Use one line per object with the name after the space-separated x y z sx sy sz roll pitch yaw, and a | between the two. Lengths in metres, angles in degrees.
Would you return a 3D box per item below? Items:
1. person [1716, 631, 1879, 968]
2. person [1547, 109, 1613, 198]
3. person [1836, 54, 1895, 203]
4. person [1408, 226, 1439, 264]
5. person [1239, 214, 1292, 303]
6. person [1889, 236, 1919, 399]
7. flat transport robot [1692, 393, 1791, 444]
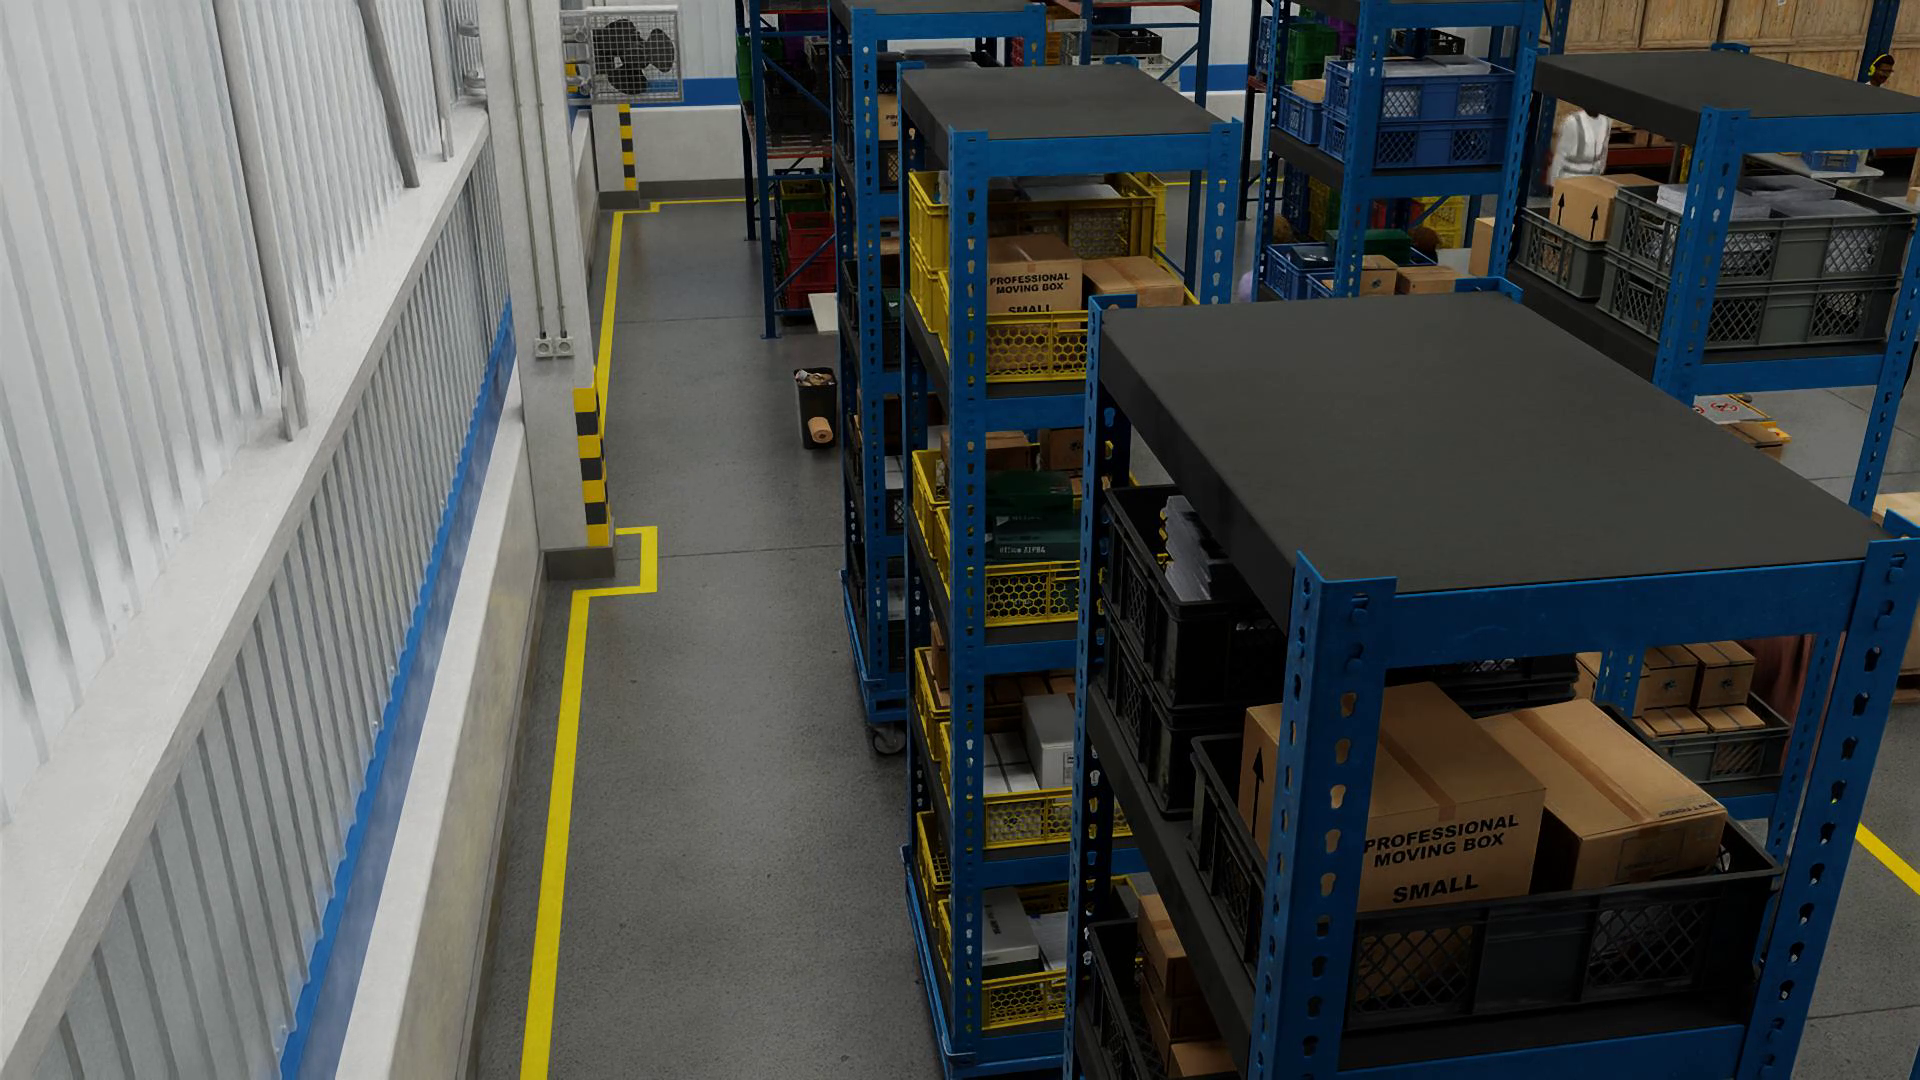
3.143 0.806 6.465 0.609 1.996 0.383 4 25 9 | person
5.880 -3.492 15.967 0.630 1.863 0.591 -11 27 -22 | person
9.354 -4.088 17.261 0.518 1.865 0.326 -17 30 -33 | person
2.914 -1.140 10.877 0.429 1.846 0.626 17 30 32 | person
2.005 -1.148 10.791 0.628 1.933 0.378 -17 30 -32 | person
7.255 -1.757 12.390 0.536 1.696 0.318 6 25 14 | person
5.224 -0.859 12.132 1.431 0.197 0.652 -4 25 -8 | flat transport robot
